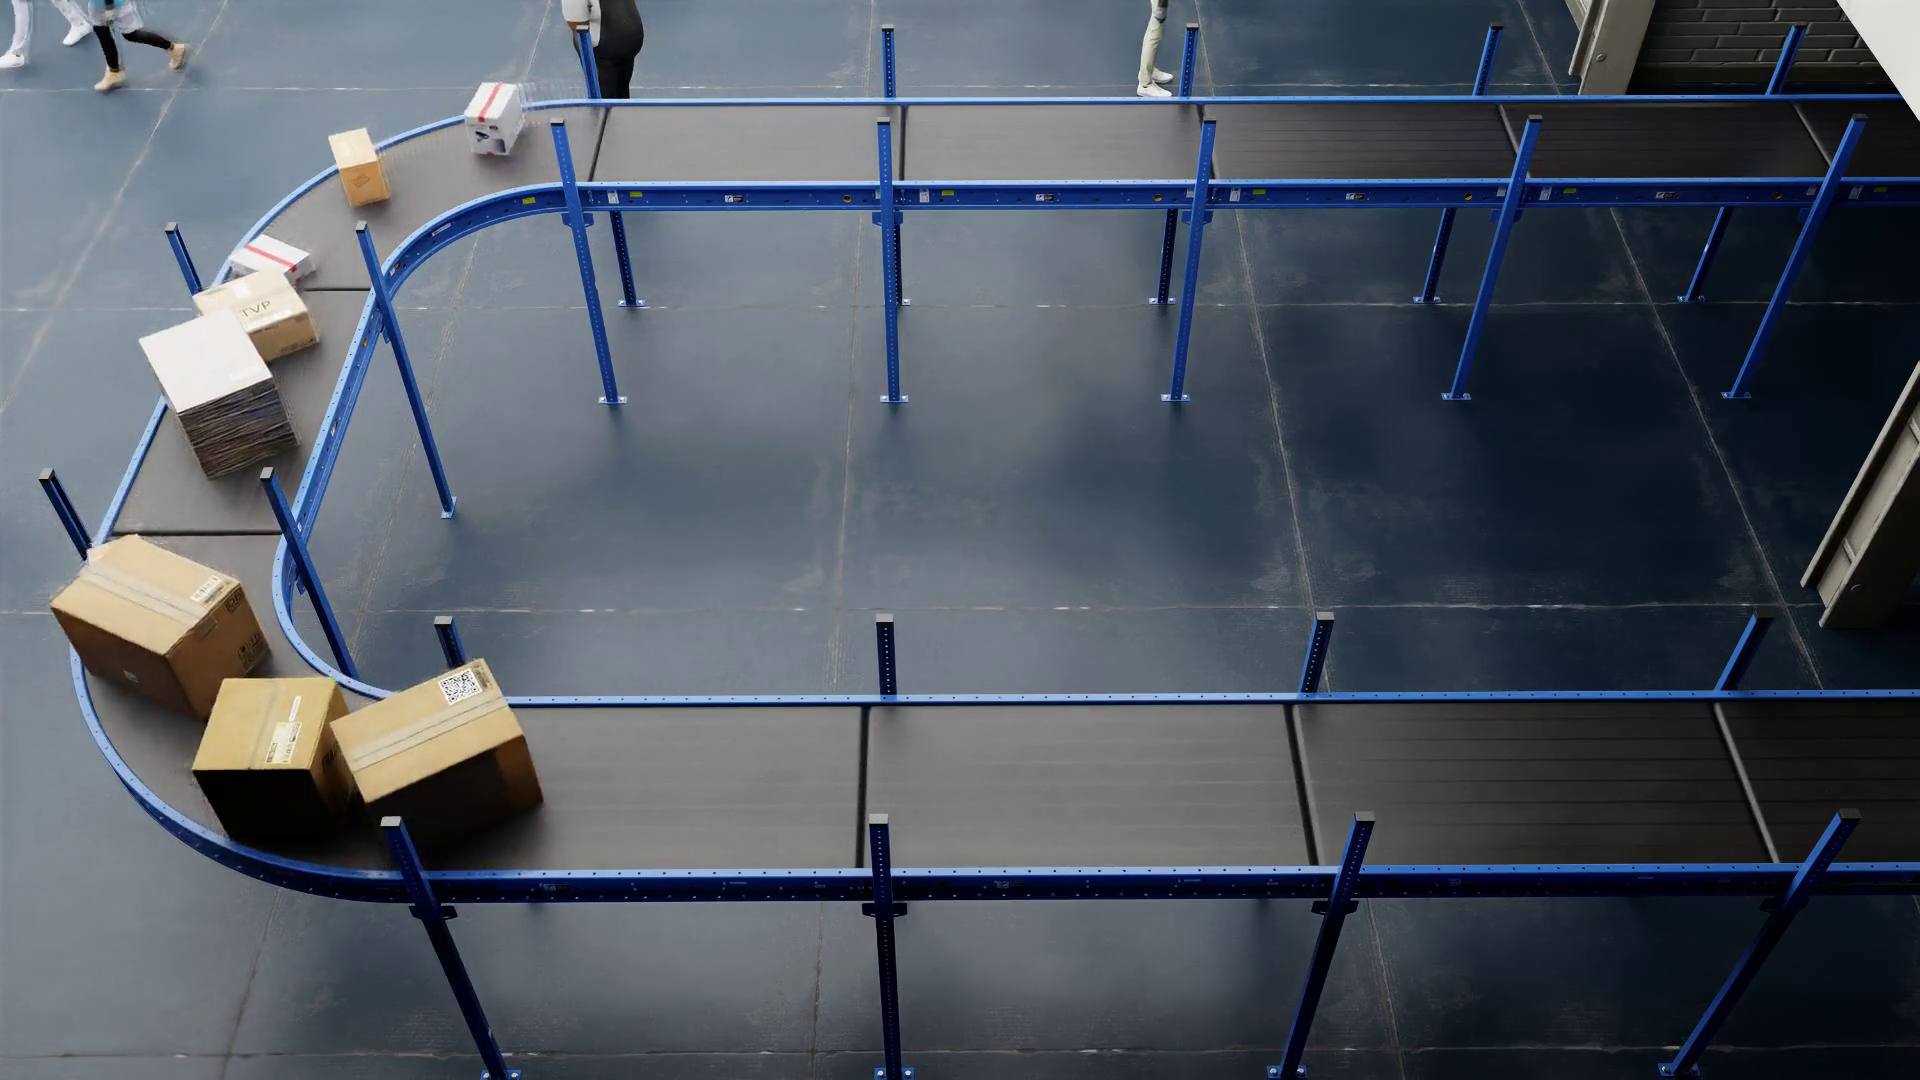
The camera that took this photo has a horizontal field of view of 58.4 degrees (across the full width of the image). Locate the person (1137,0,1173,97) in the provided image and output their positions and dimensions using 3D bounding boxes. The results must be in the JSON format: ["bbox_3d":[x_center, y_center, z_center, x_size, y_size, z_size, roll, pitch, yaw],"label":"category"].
[{"bbox_3d":[1.691,-4.565,14.269,0.312,1.865,0.516,5,47,4],"label":"person"}]

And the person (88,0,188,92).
[{"bbox_3d":[-7.109,-4.595,14.426,0.541,1.671,0.754,36,56,29],"label":"person"}]

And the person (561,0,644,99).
[{"bbox_3d":[-2.738,-3.895,13.548,0.537,2.000,0.675,16,49,15],"label":"person"}]

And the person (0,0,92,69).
[{"bbox_3d":[-8.128,-4.952,14.665,0.537,1.809,1.012,28,53,24],"label":"person"}]
